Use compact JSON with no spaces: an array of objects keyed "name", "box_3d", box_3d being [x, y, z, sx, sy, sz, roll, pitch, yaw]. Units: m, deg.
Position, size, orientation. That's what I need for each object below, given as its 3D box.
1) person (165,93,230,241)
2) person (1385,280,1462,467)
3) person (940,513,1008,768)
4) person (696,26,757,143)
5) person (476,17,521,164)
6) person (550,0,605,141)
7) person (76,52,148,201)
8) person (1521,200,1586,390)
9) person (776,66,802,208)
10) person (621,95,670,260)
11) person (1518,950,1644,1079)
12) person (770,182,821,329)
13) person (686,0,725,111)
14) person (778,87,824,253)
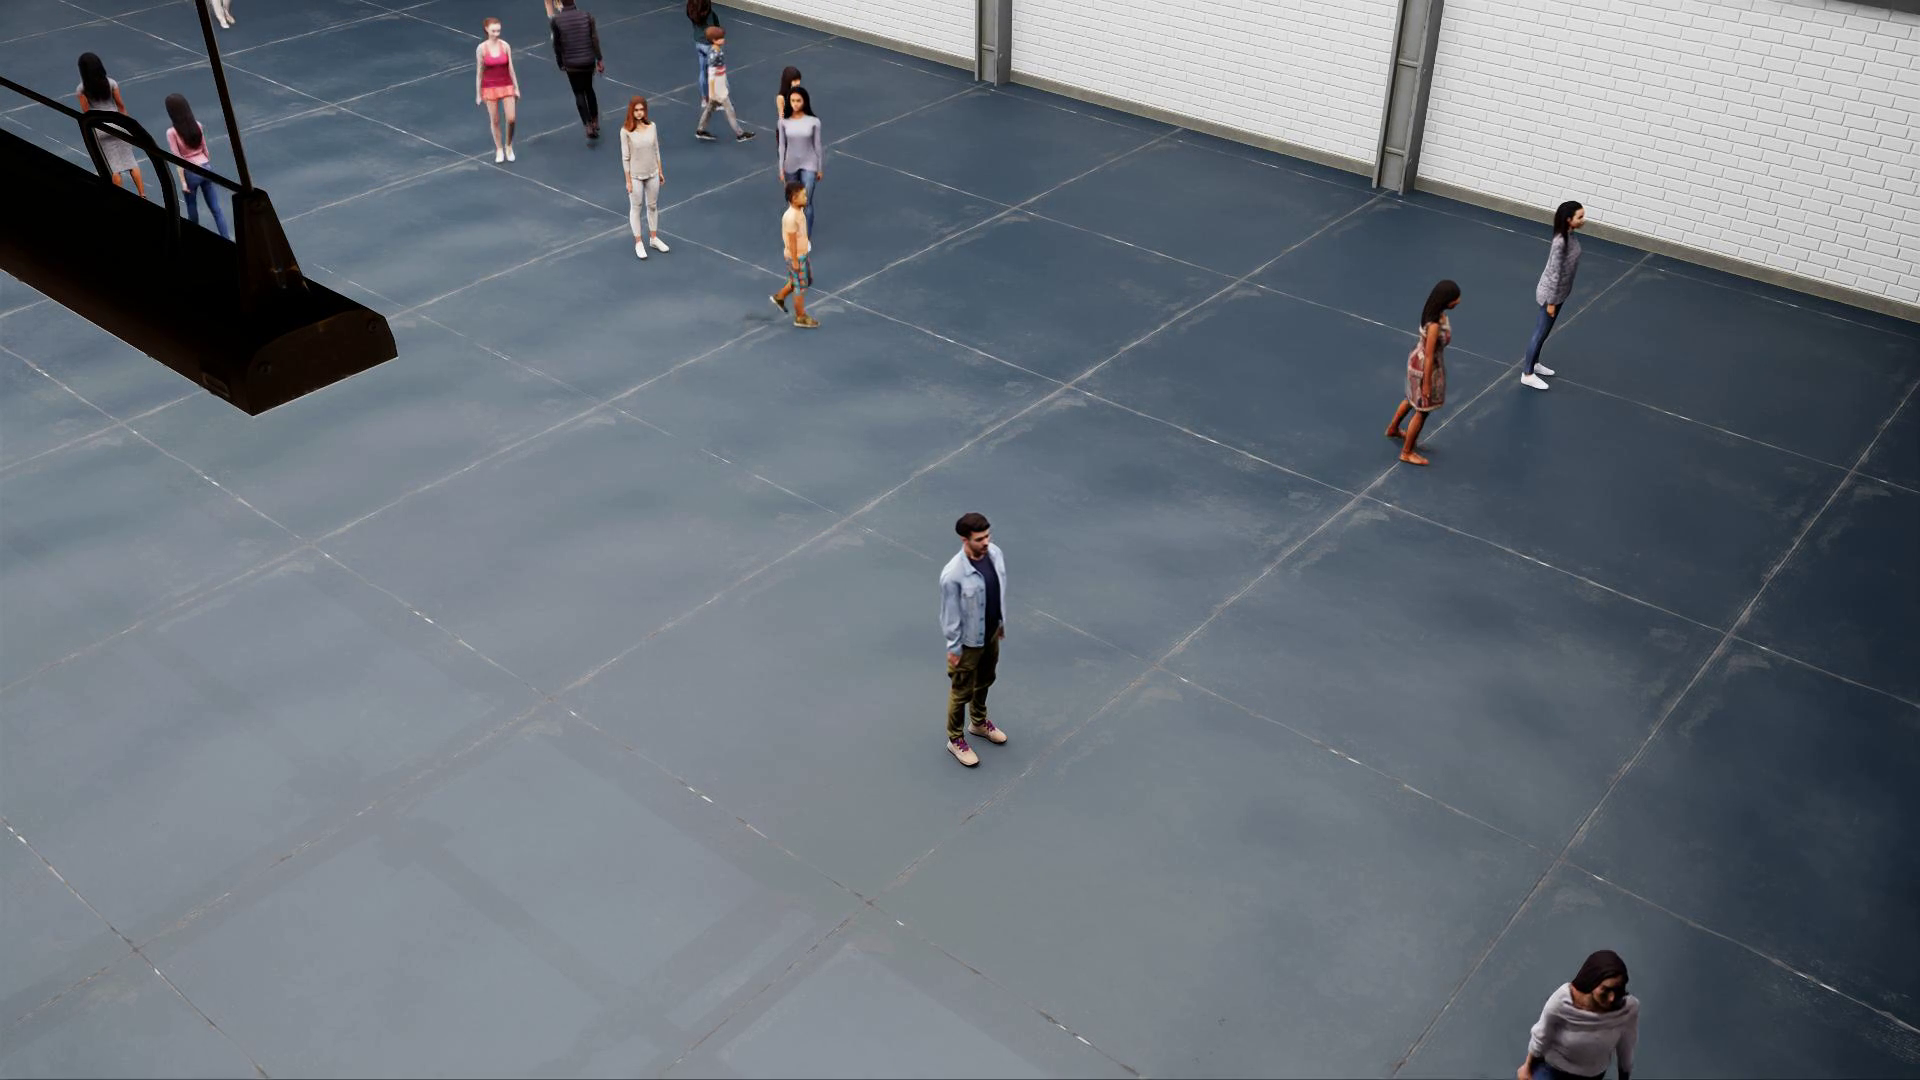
[{"name":"person","box_3d":[-7.873,-3.743,17.271,1.112,1.694,0.592,24,41,32]},{"name":"person","box_3d":[3.863,-1.416,13.826,0.846,1.633,0.862,8,35,12]},{"name":"person","box_3d":[0.084,0.602,10.628,0.548,1.812,0.669,26,41,33]},{"name":"person","box_3d":[-3.008,-5.499,20.179,1.009,1.401,0.927,-1,34,-2]},{"name":"person","box_3d":[-5.430,-5.316,19.610,0.806,1.725,0.840,-8,34,-12]},{"name":"person","box_3d":[-4.623,-5.731,20.169,1.047,1.797,1.228,-11,35,-16]},{"name":"person","box_3d":[-9.334,-4.473,18.292,0.635,1.781,0.600,-21,39,-28]},{"name":"person","box_3d":[5.336,-2.231,14.962,0.589,1.732,0.654,16,37,23]},{"name":"person","box_3d":[-1.919,-4.446,18.387,0.602,1.630,0.645,-25,41,-32]},{"name":"person","box_3d":[-3.324,-3.823,17.380,0.650,1.706,0.635,-22,40,-30]},{"name":"person","box_3d":[2.896,2.481,7.979,0.768,1.616,0.834,0,34,0]},{"name":"person","box_3d":[-1.637,-2.738,15.981,0.836,1.449,0.731,5,34,7]},{"name":"person","box_3d":[-3.231,-6.311,21.205,0.690,1.617,0.571,-26,42,-34]},{"name":"person","box_3d":[-1.662,-3.951,17.568,1.095,1.711,1.065,2,34,4]}]
